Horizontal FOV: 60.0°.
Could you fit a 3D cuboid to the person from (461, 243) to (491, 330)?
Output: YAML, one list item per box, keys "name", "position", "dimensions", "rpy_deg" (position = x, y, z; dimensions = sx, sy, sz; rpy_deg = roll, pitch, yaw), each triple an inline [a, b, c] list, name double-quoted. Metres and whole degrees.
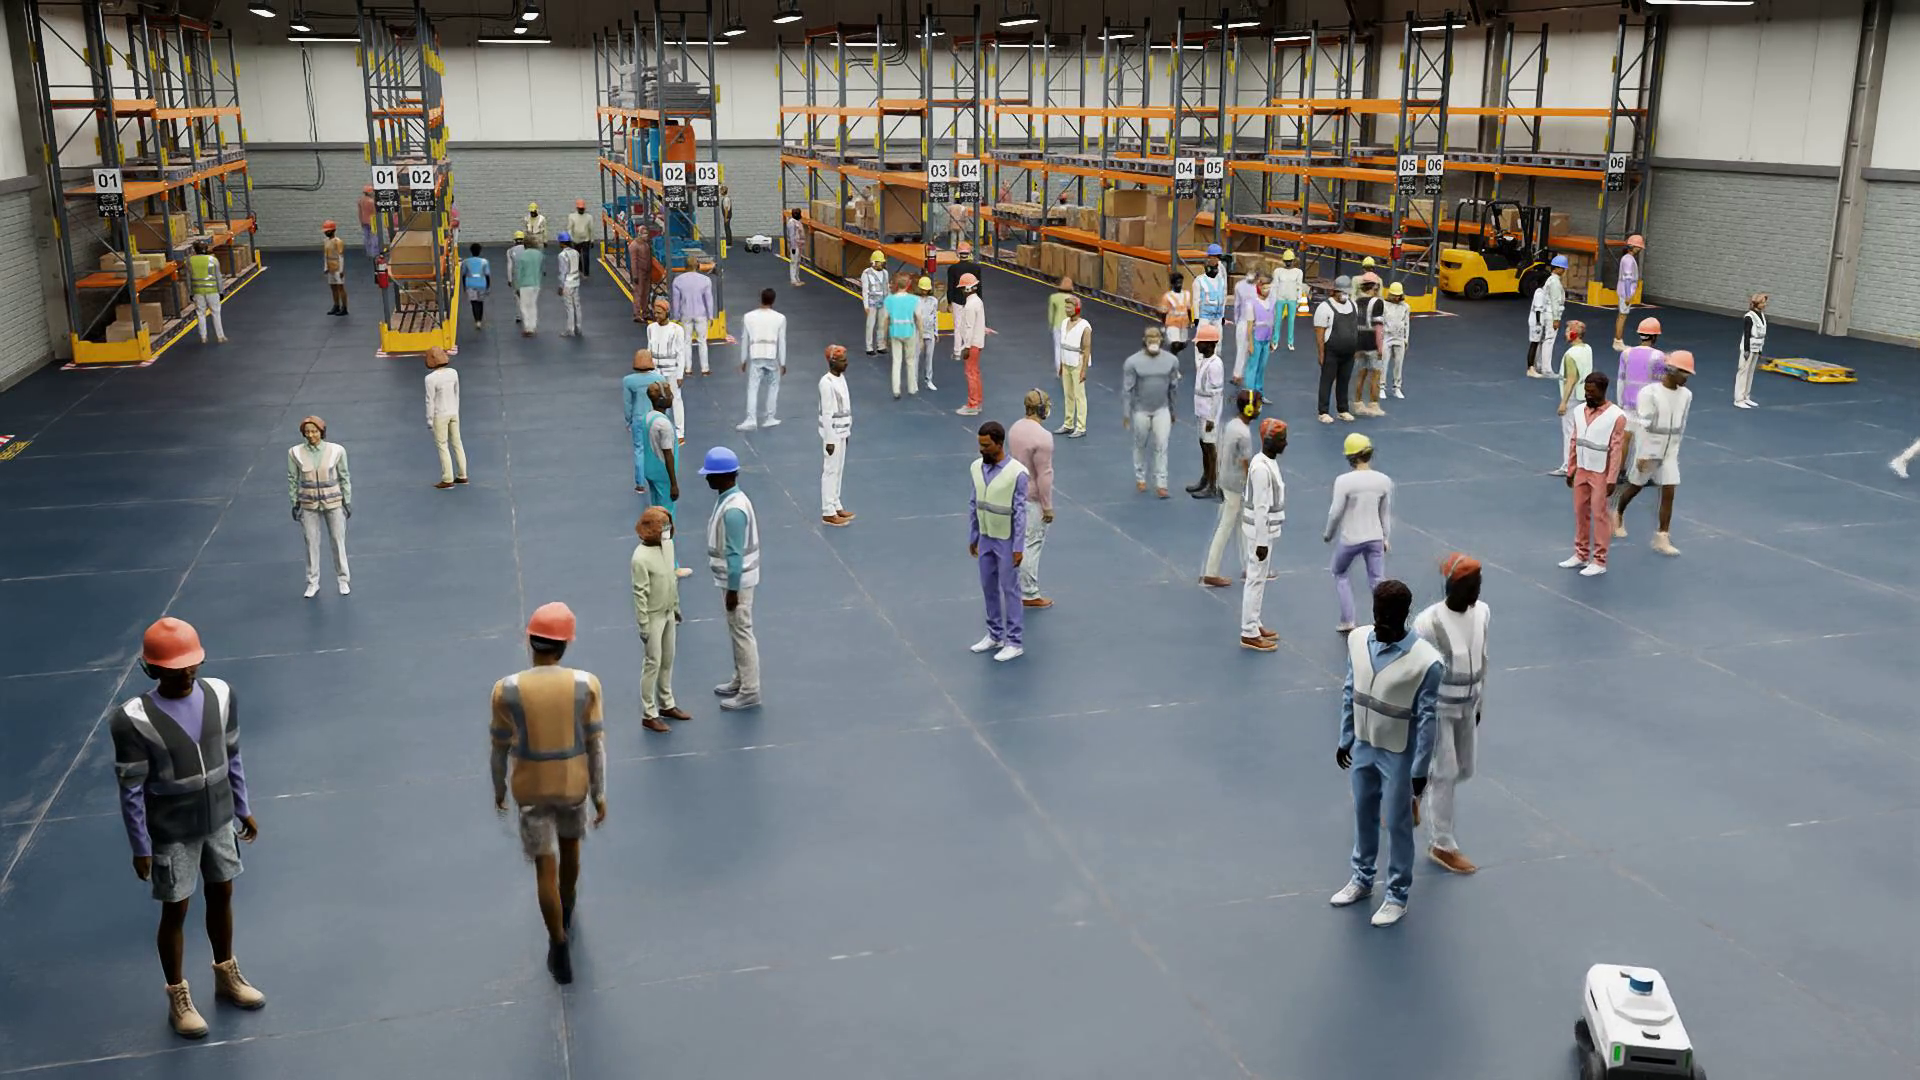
- name: "person"
  position: [-9.319, -4.878, 32.056]
  dimensions: [0.537, 1.651, 0.844]
  rpy_deg: [-4, 15, -16]

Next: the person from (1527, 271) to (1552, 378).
- name: "person"
  position: [9.251, -3.451, 26.576]
  dimensions: [0.322, 1.699, 0.536]
  rpy_deg: [7, 16, 24]

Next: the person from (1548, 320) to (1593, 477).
- name: "person"
  position: [7.210, -1.652, 19.525]
  dimensions: [0.392, 1.846, 0.564]
  rpy_deg: [12, 19, 38]

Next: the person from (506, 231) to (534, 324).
- name: "person"
  position: [-8.651, -5.188, 32.878]
  dimensions: [0.589, 1.822, 0.403]
  rpy_deg: [-6, 16, -23]

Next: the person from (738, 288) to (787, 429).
- name: "person"
  position: [-2.657, -2.429, 22.407]
  dimensions: [0.633, 1.883, 0.636]
  rpy_deg: [2, 15, 8]

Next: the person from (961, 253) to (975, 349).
- name: "person"
  position: [0.123, -4.256, 29.522]
  dimensions: [0.294, 1.744, 0.486]
  rpy_deg: [5, 16, 19]

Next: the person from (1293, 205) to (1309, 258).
- name: "person"
  position: [8.827, -7.854, 43.040]
  dimensions: [0.343, 1.760, 0.530]
  rpy_deg: [-10, 18, -33]

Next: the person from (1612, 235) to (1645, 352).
- name: "person"
  position: [11.769, -4.339, 29.280]
  dimensions: [0.392, 2.033, 0.605]
  rpy_deg: [5, 16, 17]

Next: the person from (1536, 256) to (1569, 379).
- name: "person"
  position: [9.426, -3.550, 26.494]
  dimensions: [0.402, 1.938, 0.604]
  rpy_deg: [1, 15, 4]

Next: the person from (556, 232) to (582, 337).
- name: "person"
  position: [-7.318, -4.778, 31.090]
  dimensions: [0.389, 1.949, 0.604]
  rpy_deg: [5, 16, 17]

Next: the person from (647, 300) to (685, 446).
- name: "person"
  position: [-3.757, -2.129, 21.266]
  dimensions: [0.573, 1.876, 0.359]
  rpy_deg: [8, 17, 28]

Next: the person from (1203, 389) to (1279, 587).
- name: "person"
  position: [2.609, -0.457, 15.047]
  dimensions: [0.836, 1.829, 0.511]
  rpy_deg: [0, 15, -1]

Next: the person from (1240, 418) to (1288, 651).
- name: "person"
  position: [2.452, -0.056, 13.447]
  dimensions: [0.338, 1.882, 0.582]
  rpy_deg: [4, 15, 14]

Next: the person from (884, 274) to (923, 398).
- name: "person"
  position: [-0.838, -3.011, 24.692]
  dimensions: [0.576, 1.851, 0.402]
  rpy_deg: [1, 15, 6]

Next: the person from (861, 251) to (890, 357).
- name: "person"
  position: [-1.431, -4.073, 28.691]
  dimensions: [0.585, 1.824, 0.404]
  rpy_deg: [-13, 20, -40]

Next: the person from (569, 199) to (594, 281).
- name: "person"
  position: [-9.262, -7.361, 40.742]
  dimensions: [0.621, 1.978, 0.552]
  rpy_deg: [-2, 15, -9]

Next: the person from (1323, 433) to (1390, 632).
- name: "person"
  position: [3.259, 0.003, 13.545]
  dimensions: [0.545, 1.712, 0.635]
  rpy_deg: [-5, 16, -18]

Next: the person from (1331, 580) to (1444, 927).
- name: "person"
  position: [2.302, 1.123, 8.968]
  dimensions: [0.397, 1.911, 0.587]
  rpy_deg: [-11, 18, -36]

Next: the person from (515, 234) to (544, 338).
- name: "person"
  position: [-8.019, -4.710, 30.899]
  dimensions: [0.464, 1.915, 0.663]
  rpy_deg: [10, 18, 34]

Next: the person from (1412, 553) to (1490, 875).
- name: "person"
  position: [2.793, 0.962, 9.651]
  dimensions: [0.588, 1.867, 0.663]
  rpy_deg: [-9, 17, -30]

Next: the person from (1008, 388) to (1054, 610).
- name: "person"
  position: [0.625, -0.359, 14.509]
  dimensions: [0.374, 1.932, 0.627]
  rpy_deg: [-7, 16, -24]

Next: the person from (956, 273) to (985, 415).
- name: "person"
  position: [0.148, -2.764, 23.465]
  dimensions: [0.411, 1.979, 0.628]
  rpy_deg: [2, 15, 9]

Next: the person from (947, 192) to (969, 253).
- name: "person"
  position: [-0.042, -8.344, 44.558]
  dimensions: [0.594, 1.922, 0.385]
  rpy_deg: [5, 16, 19]

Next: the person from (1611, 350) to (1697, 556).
- name: "person"
  position: [6.849, -0.902, 16.412]
  dimensions: [0.625, 2.004, 0.968]
  rpy_deg: [-3, 15, -10]

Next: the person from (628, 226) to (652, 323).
- name: "person"
  position: [-6.318, -5.288, 33.120]
  dimensions: [0.400, 1.900, 0.647]
  rpy_deg: [5, 16, 18]

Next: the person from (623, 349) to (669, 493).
- name: "person"
  position: [-3.531, -1.339, 18.758]
  dimensions: [0.500, 1.633, 0.282]
  rpy_deg: [-2, 15, -8]

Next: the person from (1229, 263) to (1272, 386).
- name: "person"
  position: [4.480, -3.319, 25.705]
  dimensions: [0.653, 1.885, 1.005]
  rpy_deg: [8, 17, 27]

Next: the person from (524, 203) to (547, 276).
- name: "person"
  position: [-10.616, -7.511, 41.626]
  dimensions: [0.596, 1.825, 0.404]
  rpy_deg: [2, 15, 9]

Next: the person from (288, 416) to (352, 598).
- name: "person"
  position: [-5.695, -0.301, 14.840]
  dimensions: [0.518, 1.639, 0.312]
  rpy_deg: [-4, 15, -14]

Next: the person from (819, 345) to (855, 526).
- name: "person"
  position: [-1.297, -1.096, 17.362]
  dimensions: [0.339, 1.882, 0.584]
  rpy_deg: [3, 15, 11]

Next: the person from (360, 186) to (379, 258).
- name: "person"
  position: [-16.540, -8.889, 46.545]
  dimensions: [0.664, 1.964, 0.461]
  rpy_deg: [10, 18, 34]

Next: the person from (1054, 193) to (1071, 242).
- name: "person"
  position: [2.821, -8.436, 45.005]
  dimensions: [0.543, 1.898, 1.007]
  rpy_deg: [-6, 16, -21]

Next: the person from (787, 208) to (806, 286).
- name: "person"
  position: [-3.875, -6.966, 39.533]
  dimensions: [0.429, 1.842, 0.632]
  rpy_deg: [3, 15, 10]

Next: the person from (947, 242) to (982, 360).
- name: "person"
  position: [0.067, -4.060, 28.300]
  dimensions: [0.622, 1.993, 0.382]
  rpy_deg: [-5, 16, -17]

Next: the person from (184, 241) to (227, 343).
- name: "person"
  position: [-13.734, -4.507, 30.289]
  dimensions: [0.623, 1.840, 0.430]
  rpy_deg: [-2, 15, -8]

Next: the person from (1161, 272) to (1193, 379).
- name: "person"
  position: [3.423, -3.454, 26.627]
  dimensions: [0.547, 1.674, 0.624]
  rpy_deg: [-8, 17, -29]
